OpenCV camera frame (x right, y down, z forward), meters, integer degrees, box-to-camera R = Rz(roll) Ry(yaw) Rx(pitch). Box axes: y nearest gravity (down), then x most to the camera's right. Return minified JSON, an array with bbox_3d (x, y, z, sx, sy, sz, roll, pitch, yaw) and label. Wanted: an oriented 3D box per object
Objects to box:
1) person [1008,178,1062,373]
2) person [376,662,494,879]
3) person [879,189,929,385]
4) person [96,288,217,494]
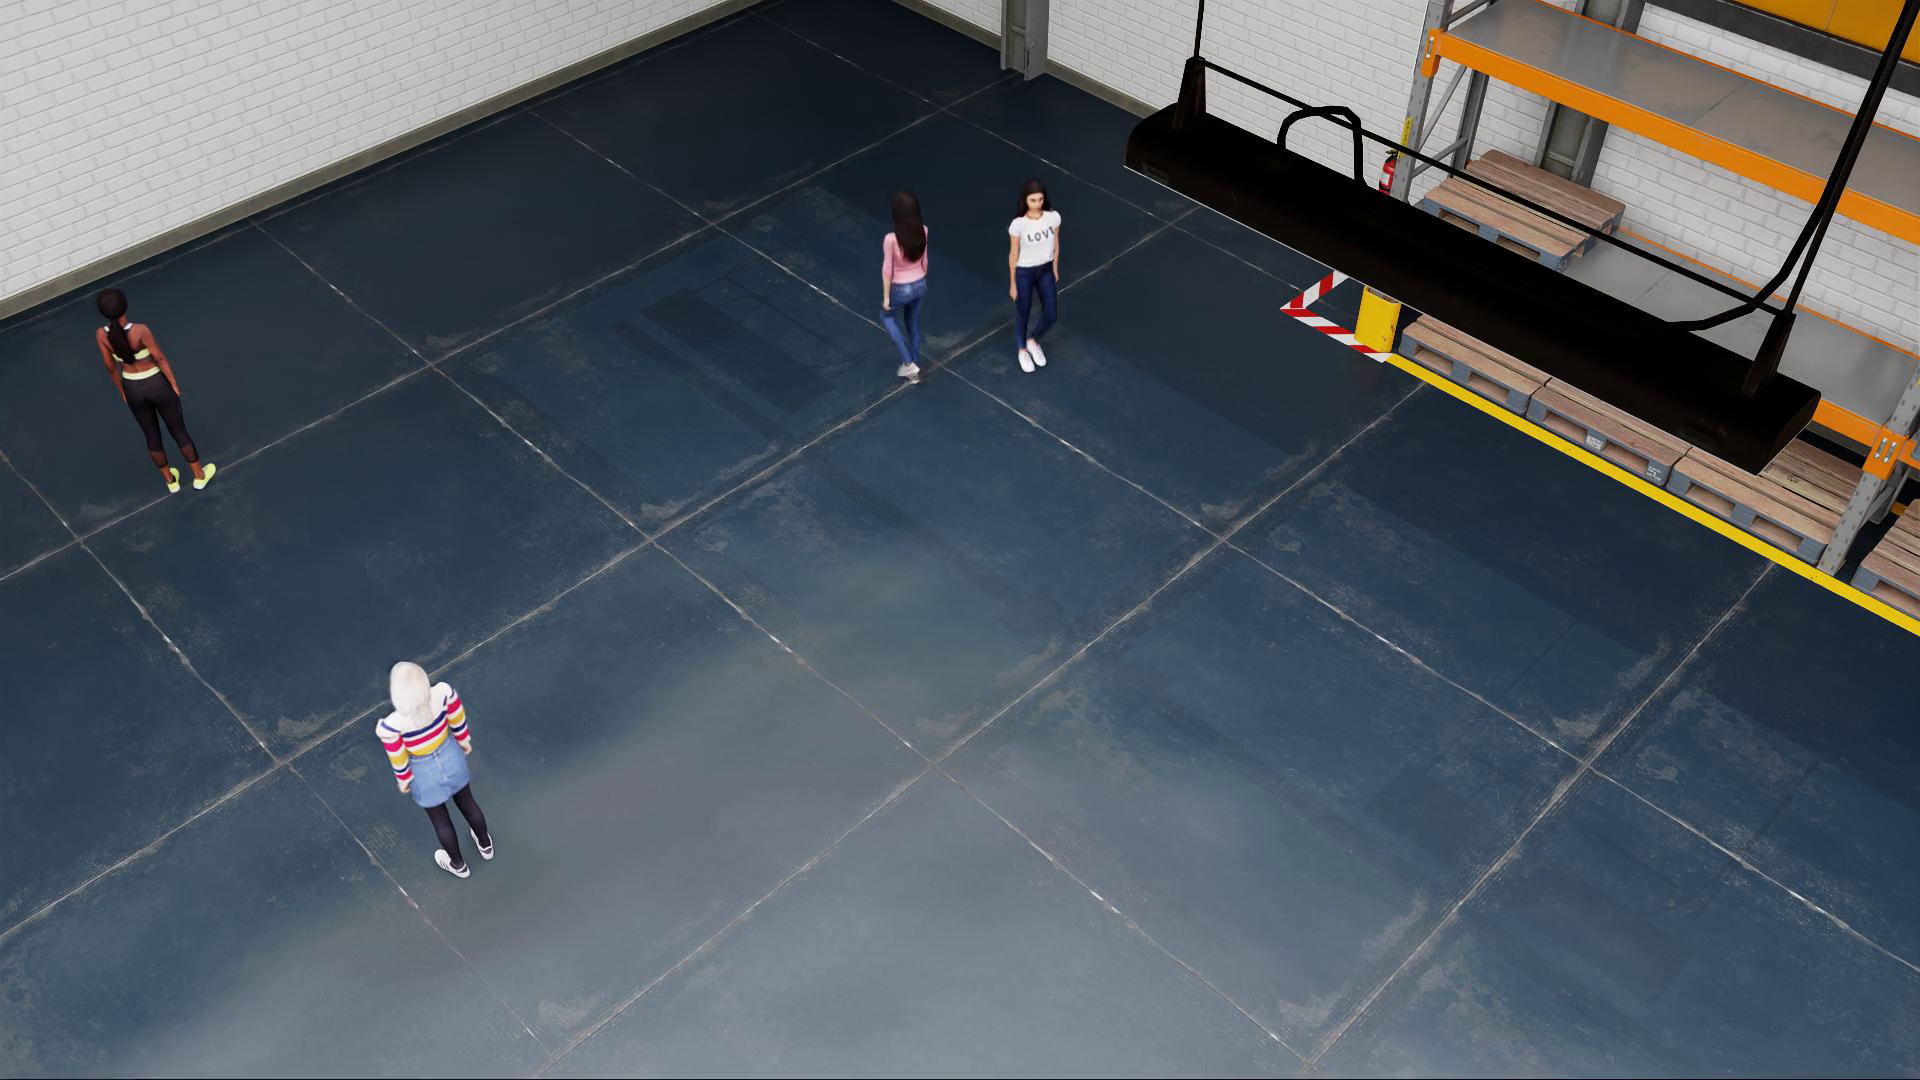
[{"bbox_3d":[0.544,-2.146,13.301,0.700,1.764,0.696,-16,46,-16],"label":"person"},{"bbox_3d":[-3.034,1.316,9.637,0.646,1.806,0.504,-34,53,-31],"label":"person"},{"bbox_3d":[-0.385,-1.936,13.102,0.668,1.734,0.693,-24,48,-23],"label":"person"},{"bbox_3d":[-5.950,-1.084,12.194,0.639,1.753,0.674,-6,44,-7],"label":"person"}]
